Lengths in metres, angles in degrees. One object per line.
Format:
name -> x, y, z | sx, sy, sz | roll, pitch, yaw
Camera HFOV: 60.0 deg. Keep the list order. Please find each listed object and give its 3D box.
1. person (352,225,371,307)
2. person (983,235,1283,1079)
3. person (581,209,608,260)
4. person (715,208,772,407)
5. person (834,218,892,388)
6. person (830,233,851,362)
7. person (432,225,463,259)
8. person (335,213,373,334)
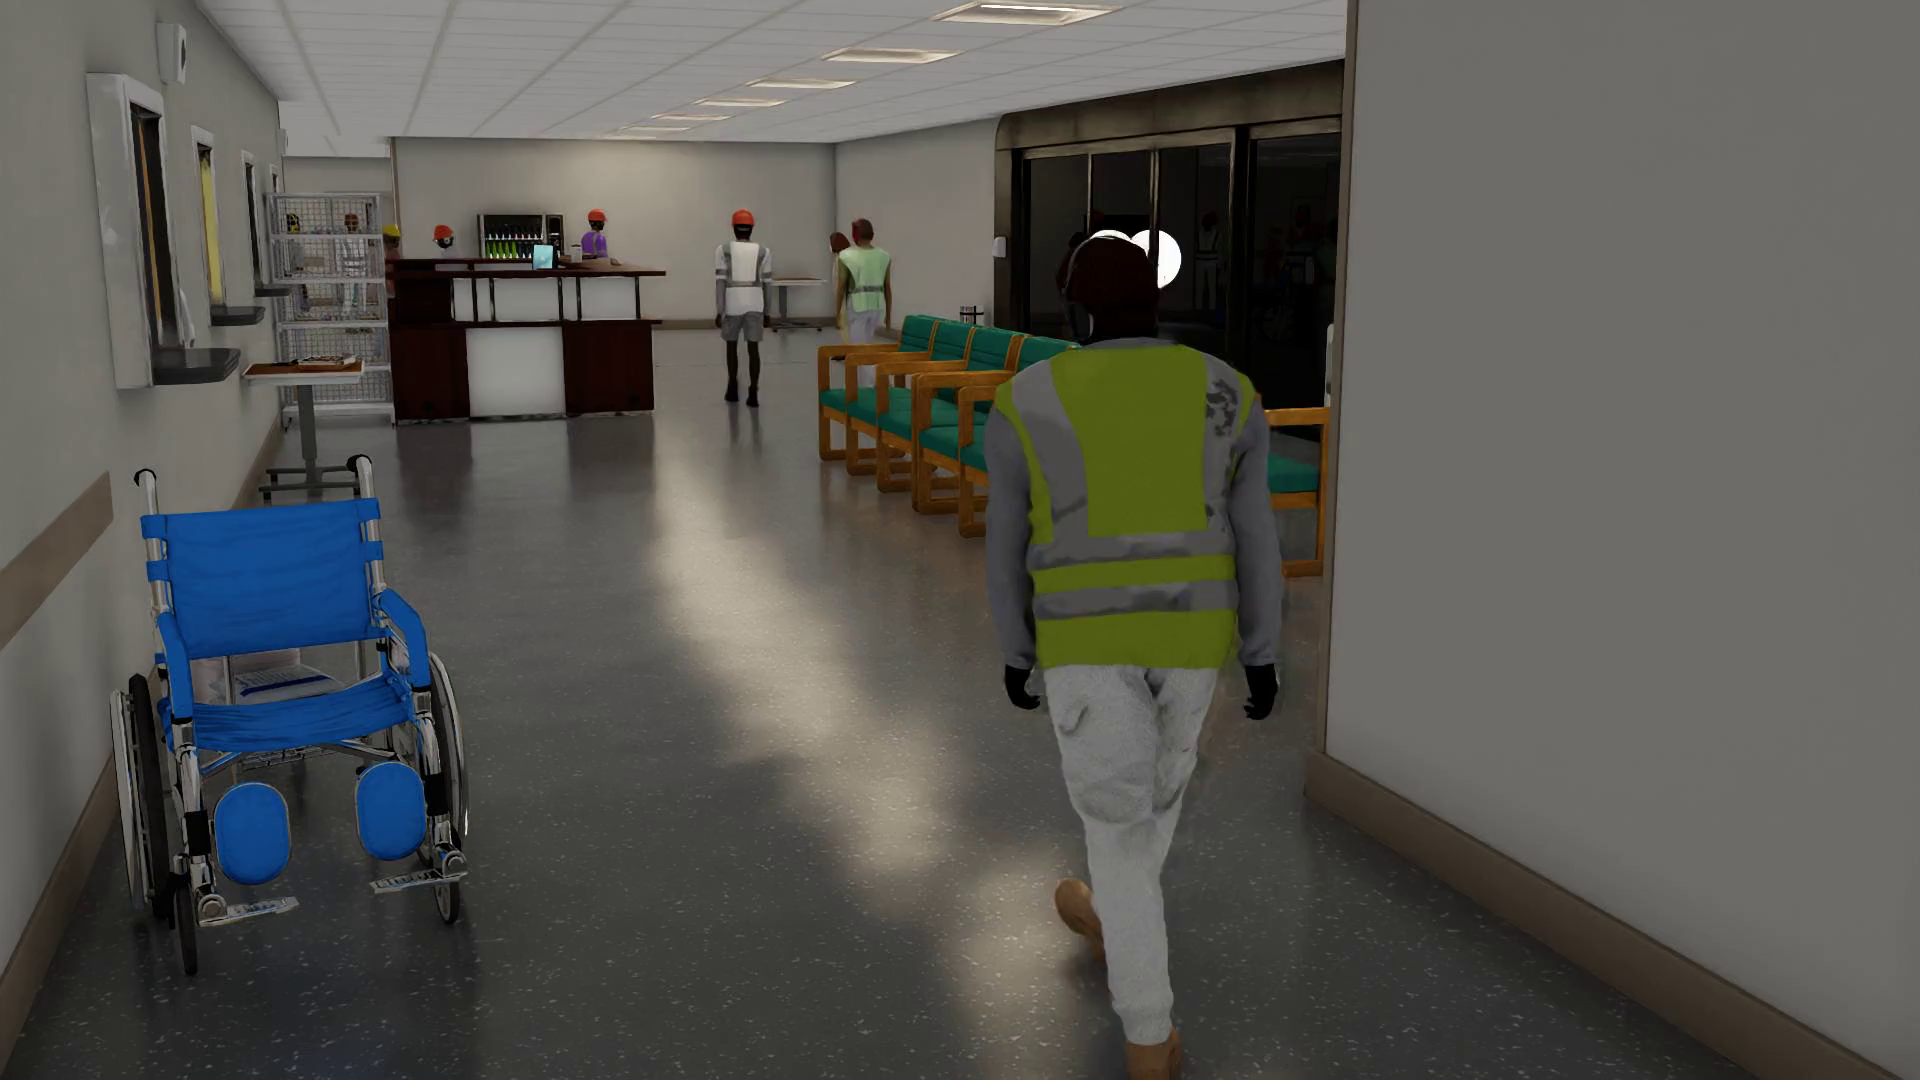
person -> -12.224, -5.595, 33.684 | 0.544, 1.761, 0.399 | 9, 14, 39
person -> 0.378, 0.235, 3.703 | 0.643, 1.795, 0.903 | -2, 11, -10
person -> -5.361, -3.926, 24.656 | 0.542, 1.938, 0.357 | 10, 15, 43
person -> -2.124, -2.273, 16.281 | 0.560, 1.894, 0.855 | -3, 11, -14
person -> -0.921, -2.256, 16.414 | 0.579, 1.812, 0.782 | -7, 13, -33
person -> -1.516, -3.095, 21.207 | 0.286, 1.627, 0.504 | 0, 11, 1
person -> -6.525, -3.187, 21.418 | 0.453, 1.721, 0.600 | -1, 11, -4
person -> -9.510, -4.175, 26.105 | 0.351, 1.878, 0.568 | 7, 13, 33
